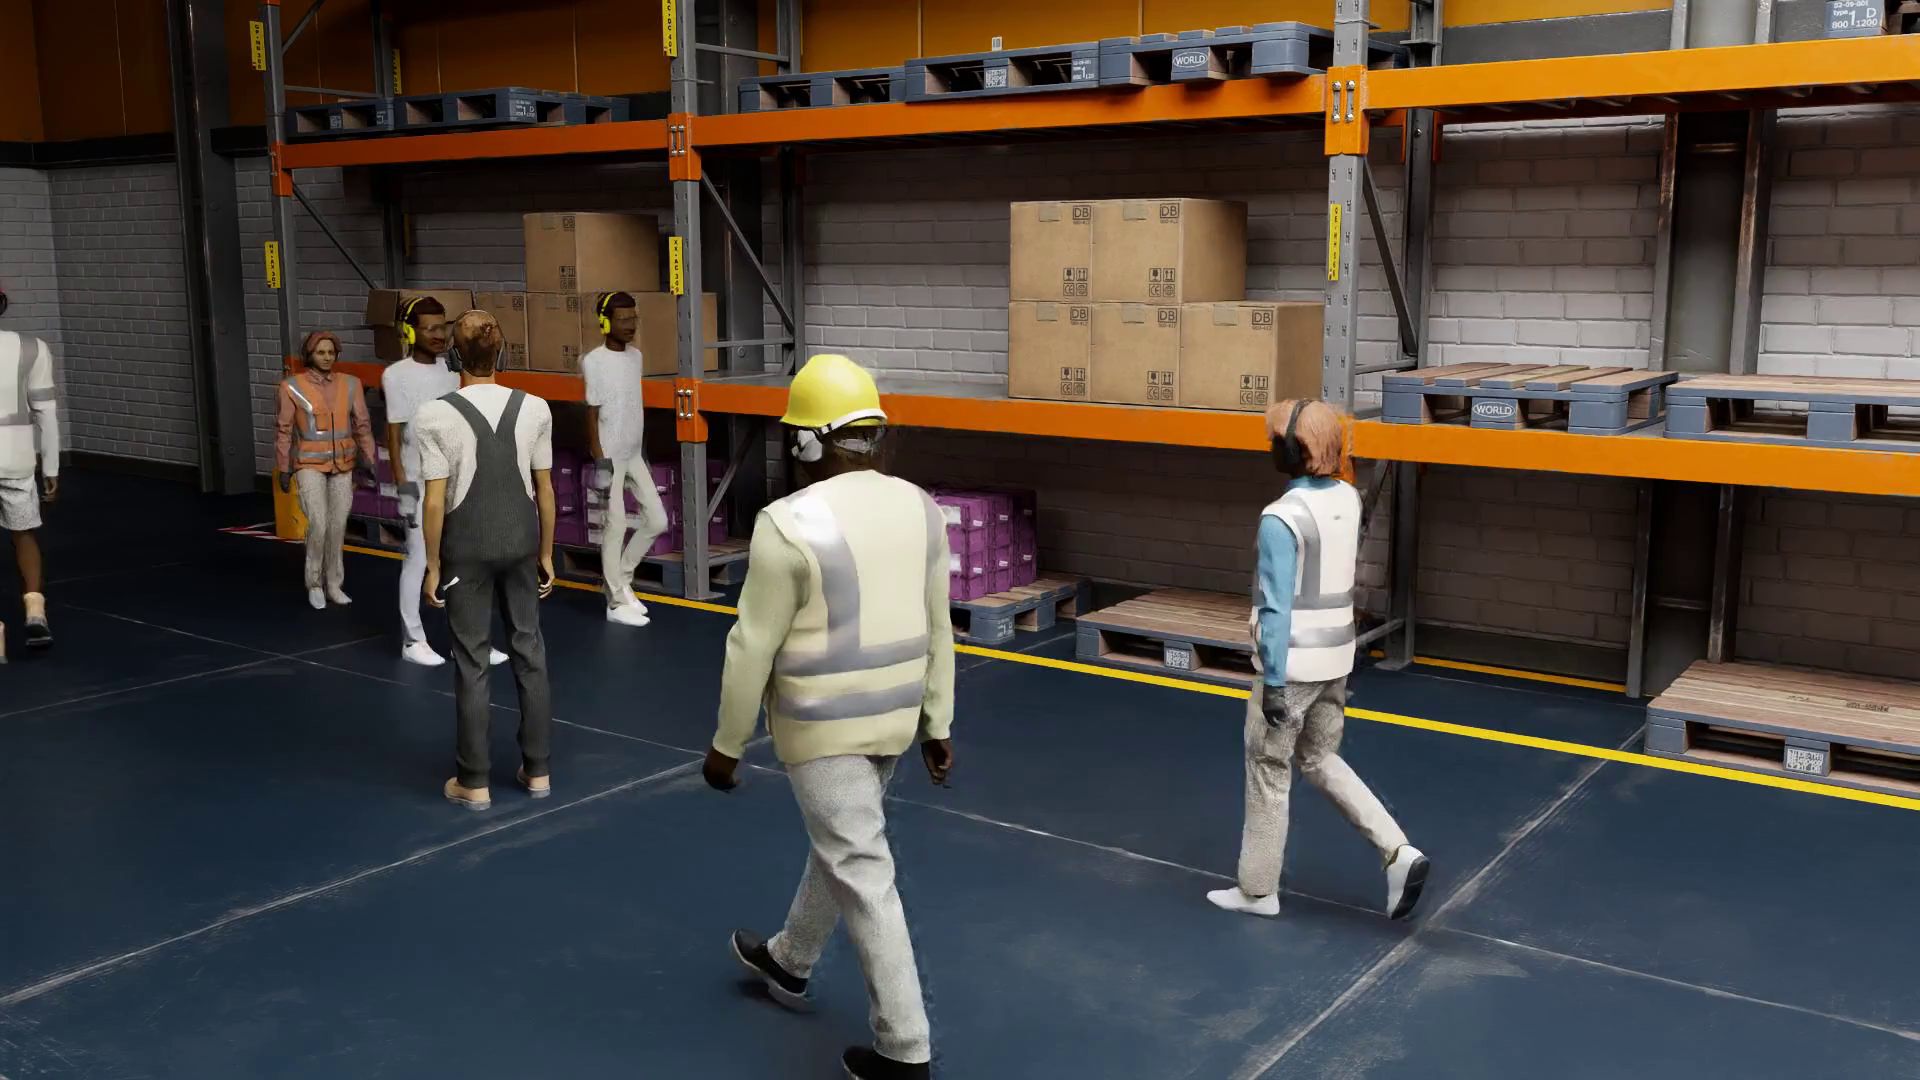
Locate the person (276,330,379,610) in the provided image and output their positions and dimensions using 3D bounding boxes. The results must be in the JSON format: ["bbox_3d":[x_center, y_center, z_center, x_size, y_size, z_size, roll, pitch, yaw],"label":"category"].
[{"bbox_3d":[-3.675,-0.402,9.676,0.478,1.621,0.532,8,13,41],"label":"person"}]

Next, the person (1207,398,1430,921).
[{"bbox_3d":[1.071,0.385,4.978,0.612,1.622,0.524,9,13,42],"label":"person"}]

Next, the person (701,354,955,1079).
[{"bbox_3d":[-0.372,0.439,4.167,0.914,1.787,0.598,7,12,37],"label":"person"}]

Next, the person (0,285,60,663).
[{"bbox_3d":[-4.866,-0.377,8.346,0.616,2.029,0.468,-8,12,-38],"label":"person"}]

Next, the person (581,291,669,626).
[{"bbox_3d":[-1.850,-0.439,9.200,0.388,1.855,0.567,5,11,26],"label":"person"}]

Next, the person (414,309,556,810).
[{"bbox_3d":[-1.748,0.077,6.165,0.508,1.846,0.345,-7,12,-35],"label":"person"}]

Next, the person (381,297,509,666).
[{"bbox_3d":[-2.548,-0.265,8.204,0.742,1.842,0.554,6,11,31],"label":"person"}]
